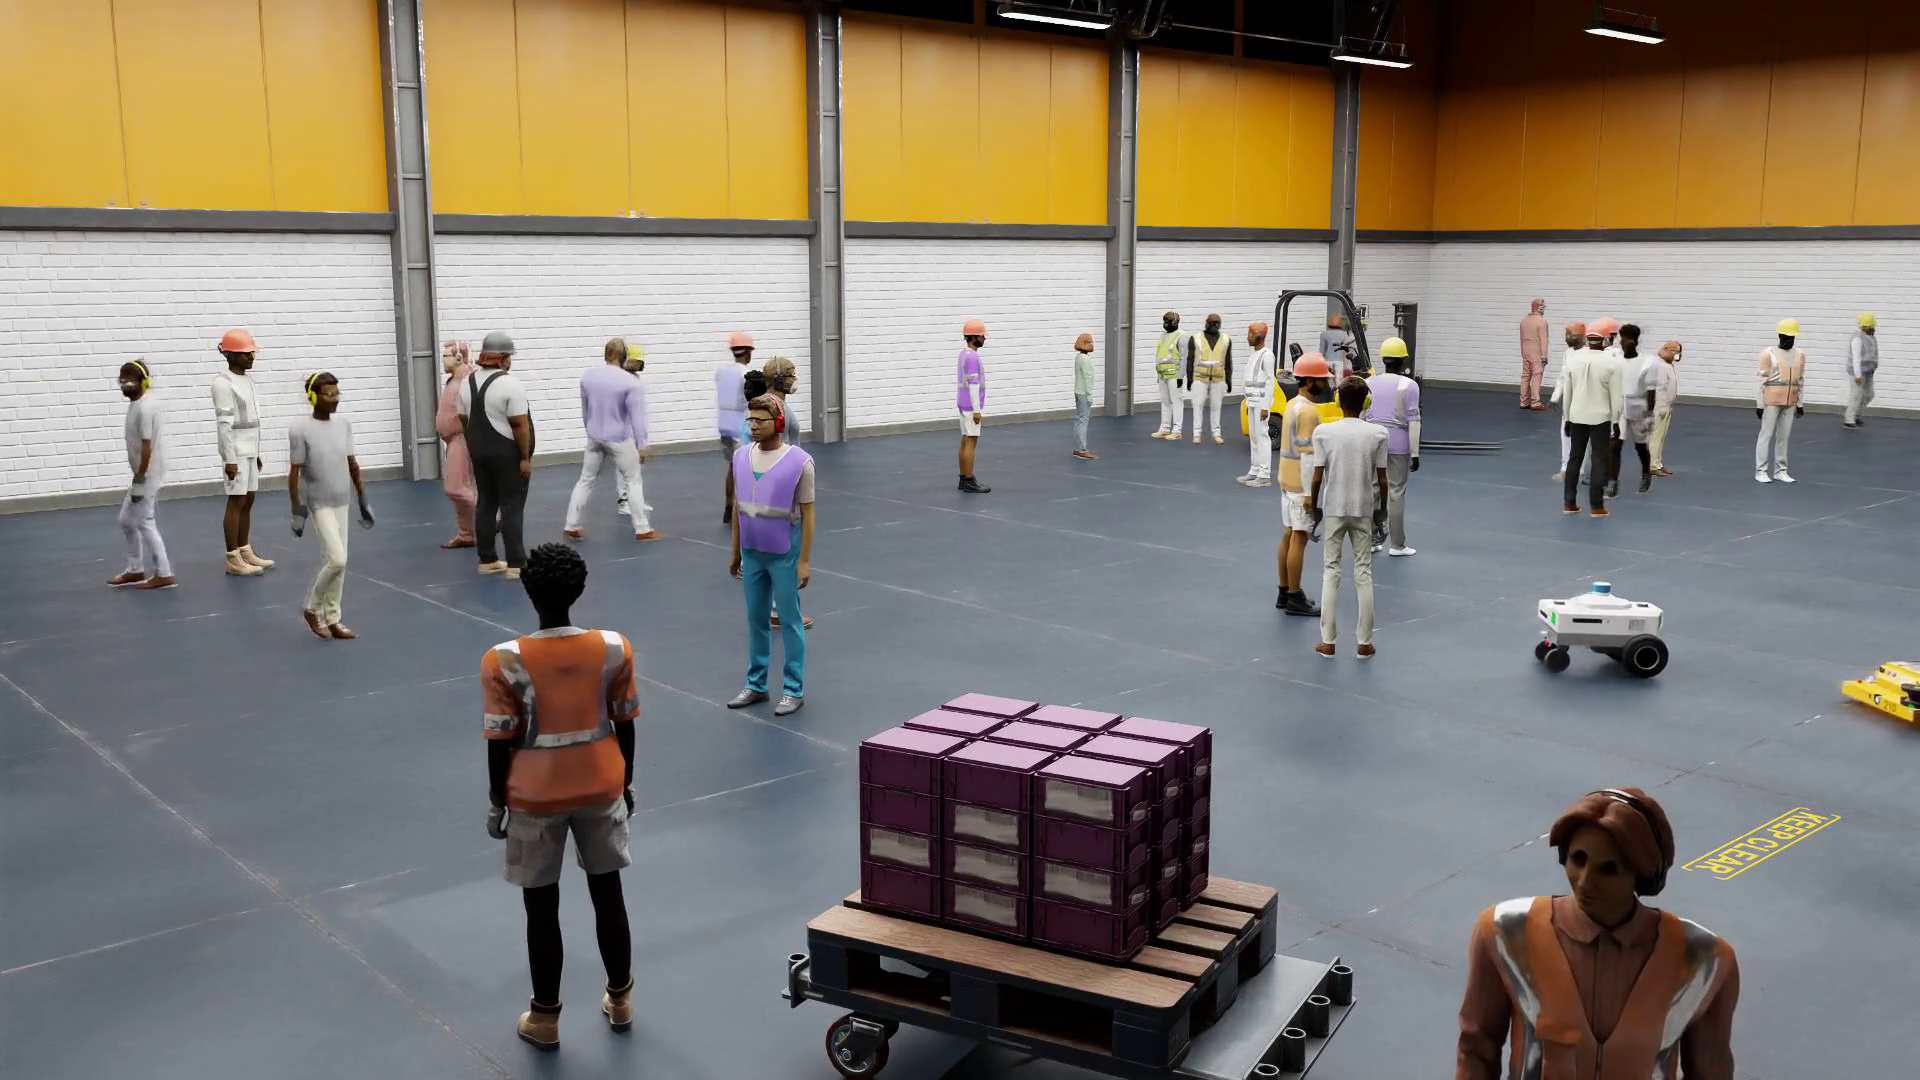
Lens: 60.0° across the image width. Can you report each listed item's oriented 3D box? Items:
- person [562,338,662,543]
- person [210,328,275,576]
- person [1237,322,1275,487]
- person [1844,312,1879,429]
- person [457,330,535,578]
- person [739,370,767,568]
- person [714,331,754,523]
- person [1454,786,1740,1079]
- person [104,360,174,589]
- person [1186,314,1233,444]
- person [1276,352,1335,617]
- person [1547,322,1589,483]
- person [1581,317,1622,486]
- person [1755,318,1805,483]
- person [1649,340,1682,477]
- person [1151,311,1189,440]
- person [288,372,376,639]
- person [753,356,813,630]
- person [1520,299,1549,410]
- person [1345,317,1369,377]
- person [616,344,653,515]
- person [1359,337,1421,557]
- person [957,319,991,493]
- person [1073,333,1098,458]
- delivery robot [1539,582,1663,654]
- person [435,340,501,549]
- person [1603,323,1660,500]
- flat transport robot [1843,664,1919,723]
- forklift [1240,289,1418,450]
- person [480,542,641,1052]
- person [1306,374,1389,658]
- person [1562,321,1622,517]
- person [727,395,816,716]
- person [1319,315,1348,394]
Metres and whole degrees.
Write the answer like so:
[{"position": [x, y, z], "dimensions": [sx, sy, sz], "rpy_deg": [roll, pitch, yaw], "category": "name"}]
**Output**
[{"position": [-3.209, -0.901, 15.313], "dimensions": [0.803, 1.889, 0.562], "rpy_deg": [4, 10, 20], "category": "person"}, {"position": [-5.934, -0.729, 13.799], "dimensions": [0.391, 2.041, 0.615], "rpy_deg": [-1, 10, -3], "category": "person"}, {"position": [3.422, -1.553, 19.095], "dimensions": [0.339, 1.879, 0.584], "rpy_deg": [-1, 10, -9], "category": "person"}, {"position": [13.696, -2.558, 25.257], "dimensions": [0.615, 1.790, 0.451], "rpy_deg": [-8, 12, -38], "category": "person"}, {"position": [-3.757, -0.714, 13.719], "dimensions": [0.688, 2.000, 0.536], "rpy_deg": [6, 11, 32], "category": "person"}, {"position": [-1.677, -0.570, 13.883], "dimensions": [0.316, 1.696, 0.540], "rpy_deg": [-5, 11, -28], "category": "person"}, {"position": [-2.153, -1.063, 16.178], "dimensions": [0.596, 1.908, 0.566], "rpy_deg": [6, 12, 33], "category": "person"}, {"position": [1.235, 1.270, 3.287], "dimensions": [0.515, 1.636, 0.314], "rpy_deg": [3, 10, 17], "category": "person"}, {"position": [-6.517, -0.488, 13.039], "dimensions": [0.580, 1.829, 0.583], "rpy_deg": [-6, 11, -32], "category": "person"}, {"position": [3.511, -2.257, 23.378], "dimensions": [0.662, 1.827, 0.454], "rpy_deg": [0, 10, -1], "category": "person"}, {"position": [2.541, -0.413, 12.260], "dimensions": [0.375, 1.938, 0.548], "rpy_deg": [0, 10, -1], "category": "person"}, {"position": [7.194, -1.608, 19.476], "dimensions": [0.438, 1.868, 0.656], "rpy_deg": [-1, 10, -6], "category": "person"}, {"position": [7.400, -1.589, 19.136], "dimensions": [0.355, 1.942, 0.543], "rpy_deg": [6, 11, 32], "category": "person"}, {"position": [9.550, -1.614, 19.350], "dimensions": [0.580, 1.918, 0.390], "rpy_deg": [-2, 10, -12], "category": "person"}, {"position": [8.469, -1.579, 19.973], "dimensions": [0.280, 1.633, 0.498], "rpy_deg": [6, 12, 33], "category": "person"}, {"position": [3.029, -2.365, 23.970], "dimensions": [0.429, 1.845, 0.622], "rpy_deg": [-5, 11, -27], "category": "person"}, {"position": [-4.285, -0.224, 11.403], "dimensions": [0.399, 1.855, 0.523], "rpy_deg": [4, 10, 22], "category": "person"}, {"position": [-1.284, -0.336, 11.808], "dimensions": [0.373, 1.940, 0.629], "rpy_deg": [-3, 10, -18], "category": "person"}, {"position": [9.881, -3.178, 28.539], "dimensions": [0.407, 1.908, 0.641], "rpy_deg": [-3, 10, -19], "category": "person"}, {"position": [6.073, -2.640, 25.861], "dimensions": [0.701, 1.744, 0.529], "rpy_deg": [-3, 10, -16], "category": "person"}, {"position": [-3.346, -1.135, 17.064], "dimensions": [0.306, 1.741, 0.484], "rpy_deg": [3, 10, 16], "category": "person"}, {"position": [3.782, -0.817, 14.645], "dimensions": [0.586, 1.930, 0.357], "rpy_deg": [9, 13, 42], "category": "person"}, {"position": [0.149, -1.500, 18.621], "dimensions": [0.361, 1.940, 0.543], "rpy_deg": [-2, 10, -11], "category": "person"}, {"position": [1.634, -1.887, 21.771], "dimensions": [0.283, 1.636, 0.500], "rpy_deg": [-2, 10, -11], "category": "person"}, {"position": [4.071, 0.512, 10.592], "dimensions": [0.707, 0.478, 0.477], "rpy_deg": [1, 9, 5], "category": "delivery robot"}, {"position": [-4.462, -0.849, 14.947], "dimensions": [0.480, 1.892, 0.647], "rpy_deg": [-4, 11, -23], "category": "person"}, {"position": [7.378, -1.418, 18.230], "dimensions": [0.595, 1.926, 0.955], "rpy_deg": [8, 13, 40], "category": "person"}, {"position": [5.998, 0.866, 9.641], "dimensions": [1.431, 0.197, 0.652], "rpy_deg": [-1, 10, -5], "category": "flat transport robot"}, {"position": [5.034, -2.339, 22.783], "dimensions": [2.313, 2.155, 1.214], "rpy_deg": [3, 10, 16], "category": "forklift"}, {"position": [-1.325, 0.851, 5.559], "dimensions": [0.539, 1.695, 0.318], "rpy_deg": [-6, 11, -30], "category": "person"}, {"position": [2.546, -0.148, 10.925], "dimensions": [0.534, 1.863, 0.310], "rpy_deg": [1, 10, 9], "category": "person"}, {"position": [6.429, -1.226, 16.908], "dimensions": [0.405, 1.985, 0.615], "rpy_deg": [-9, 13, -41], "category": "person"}, {"position": [-1.082, 0.082, 9.623], "dimensions": [0.563, 1.847, 0.389], "rpy_deg": [6, 11, 30], "category": "person"}, {"position": [6.426, -3.050, 28.585], "dimensions": [0.509, 1.632, 0.267], "rpy_deg": [3, 10, 17], "category": "person"}]
